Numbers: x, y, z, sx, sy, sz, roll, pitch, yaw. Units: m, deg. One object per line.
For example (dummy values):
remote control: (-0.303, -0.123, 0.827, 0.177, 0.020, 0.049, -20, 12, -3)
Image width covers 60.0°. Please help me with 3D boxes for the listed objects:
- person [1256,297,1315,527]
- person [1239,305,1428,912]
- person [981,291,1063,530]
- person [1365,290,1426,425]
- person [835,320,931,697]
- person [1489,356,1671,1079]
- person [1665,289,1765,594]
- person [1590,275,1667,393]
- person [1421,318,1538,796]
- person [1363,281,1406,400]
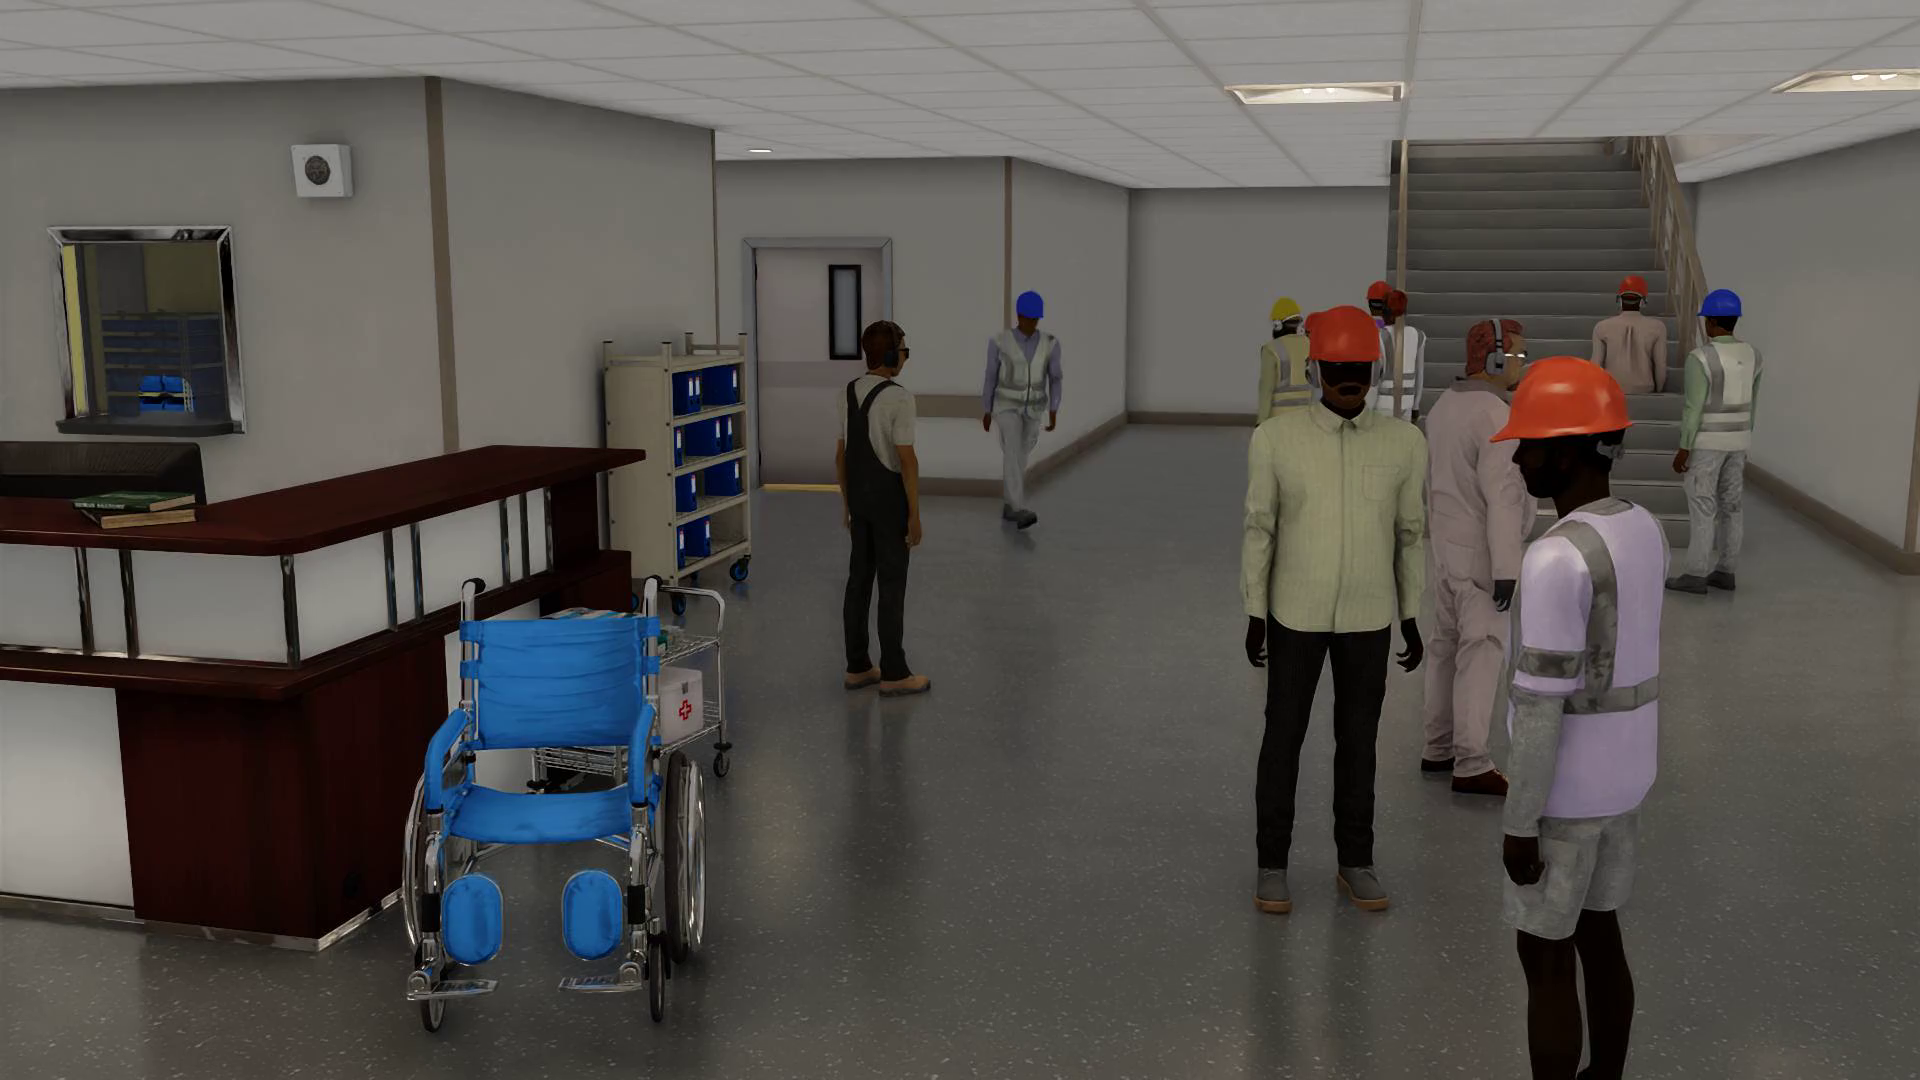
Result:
person: (2.595, -1.017, 13.322, 0.591, 1.831, 0.403, -7, 12, -36)
person: (1.226, 0.234, 5.465, 0.610, 1.996, 0.379, 0, 10, -2)
person: (0.511, -1.032, 13.262, 0.597, 1.874, 1.066, -3, 10, -18)
person: (3.551, -1.105, 13.681, 0.586, 1.880, 0.341, -5, 11, -27)
person: (-0.388, -0.152, 8.181, 0.515, 1.842, 0.328, 9, 13, 42)
person: (1.381, 0.546, 3.834, 0.390, 1.929, 0.545, 9, 13, 44)
person: (4.832, -0.623, 10.649, 0.605, 1.948, 0.384, -4, 11, -25)
person: (5.665, -1.239, 14.135, 0.611, 1.996, 0.379, 4, 10, 21)
person: (2.117, 0.064, 6.731, 0.407, 1.906, 0.655, -1, 10, -7)
person: (3.783, -1.384, 15.162, 0.551, 1.935, 0.375, 2, 10, 9)
